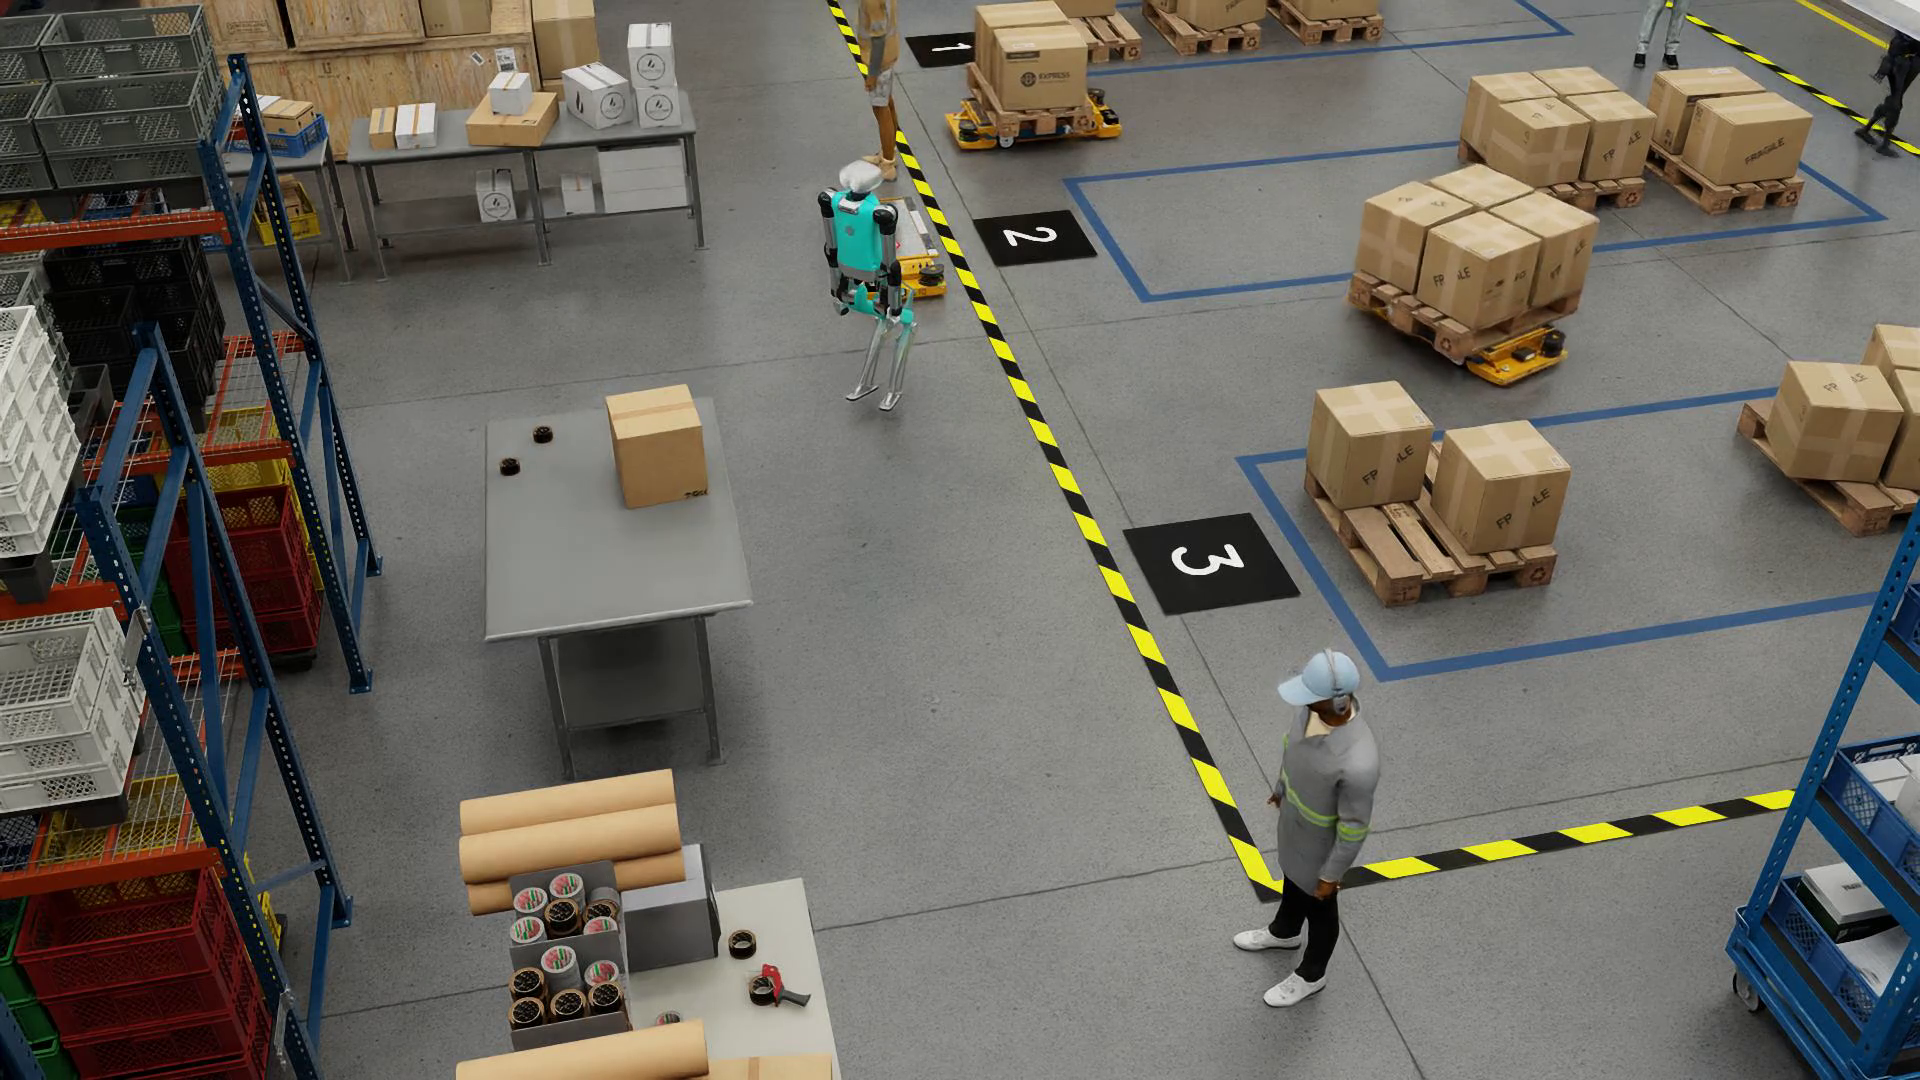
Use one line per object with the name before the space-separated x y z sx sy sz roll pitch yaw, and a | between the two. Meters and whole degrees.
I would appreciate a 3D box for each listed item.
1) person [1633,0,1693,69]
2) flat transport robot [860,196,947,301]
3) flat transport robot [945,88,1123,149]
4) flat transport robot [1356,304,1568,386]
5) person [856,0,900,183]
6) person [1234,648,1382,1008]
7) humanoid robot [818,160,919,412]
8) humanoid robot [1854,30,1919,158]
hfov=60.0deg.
person | 6.648 -5.257 15.316 0.590 1.823 0.404 5 37 6
flat transport robot | -0.570 -2.220 12.538 0.659 0.231 1.431 -8 37 -10
flat transport robot | 0.638 -3.677 14.472 1.431 0.197 0.652 -8 37 -10
flat transport robot | 3.472 -1.549 11.612 0.652 0.197 1.431 -21 42 -26
person | -0.674 -3.846 13.237 0.380 2.045 0.604 3 37 4
person | 1.391 1.150 6.686 0.400 1.847 0.587 -8 37 -10
humanoid robot | -0.483 -1.626 10.400 0.533 1.672 0.735 20 41 25
humanoid robot | 7.903 -4.020 13.797 0.610 1.632 0.630 -11 38 -14
